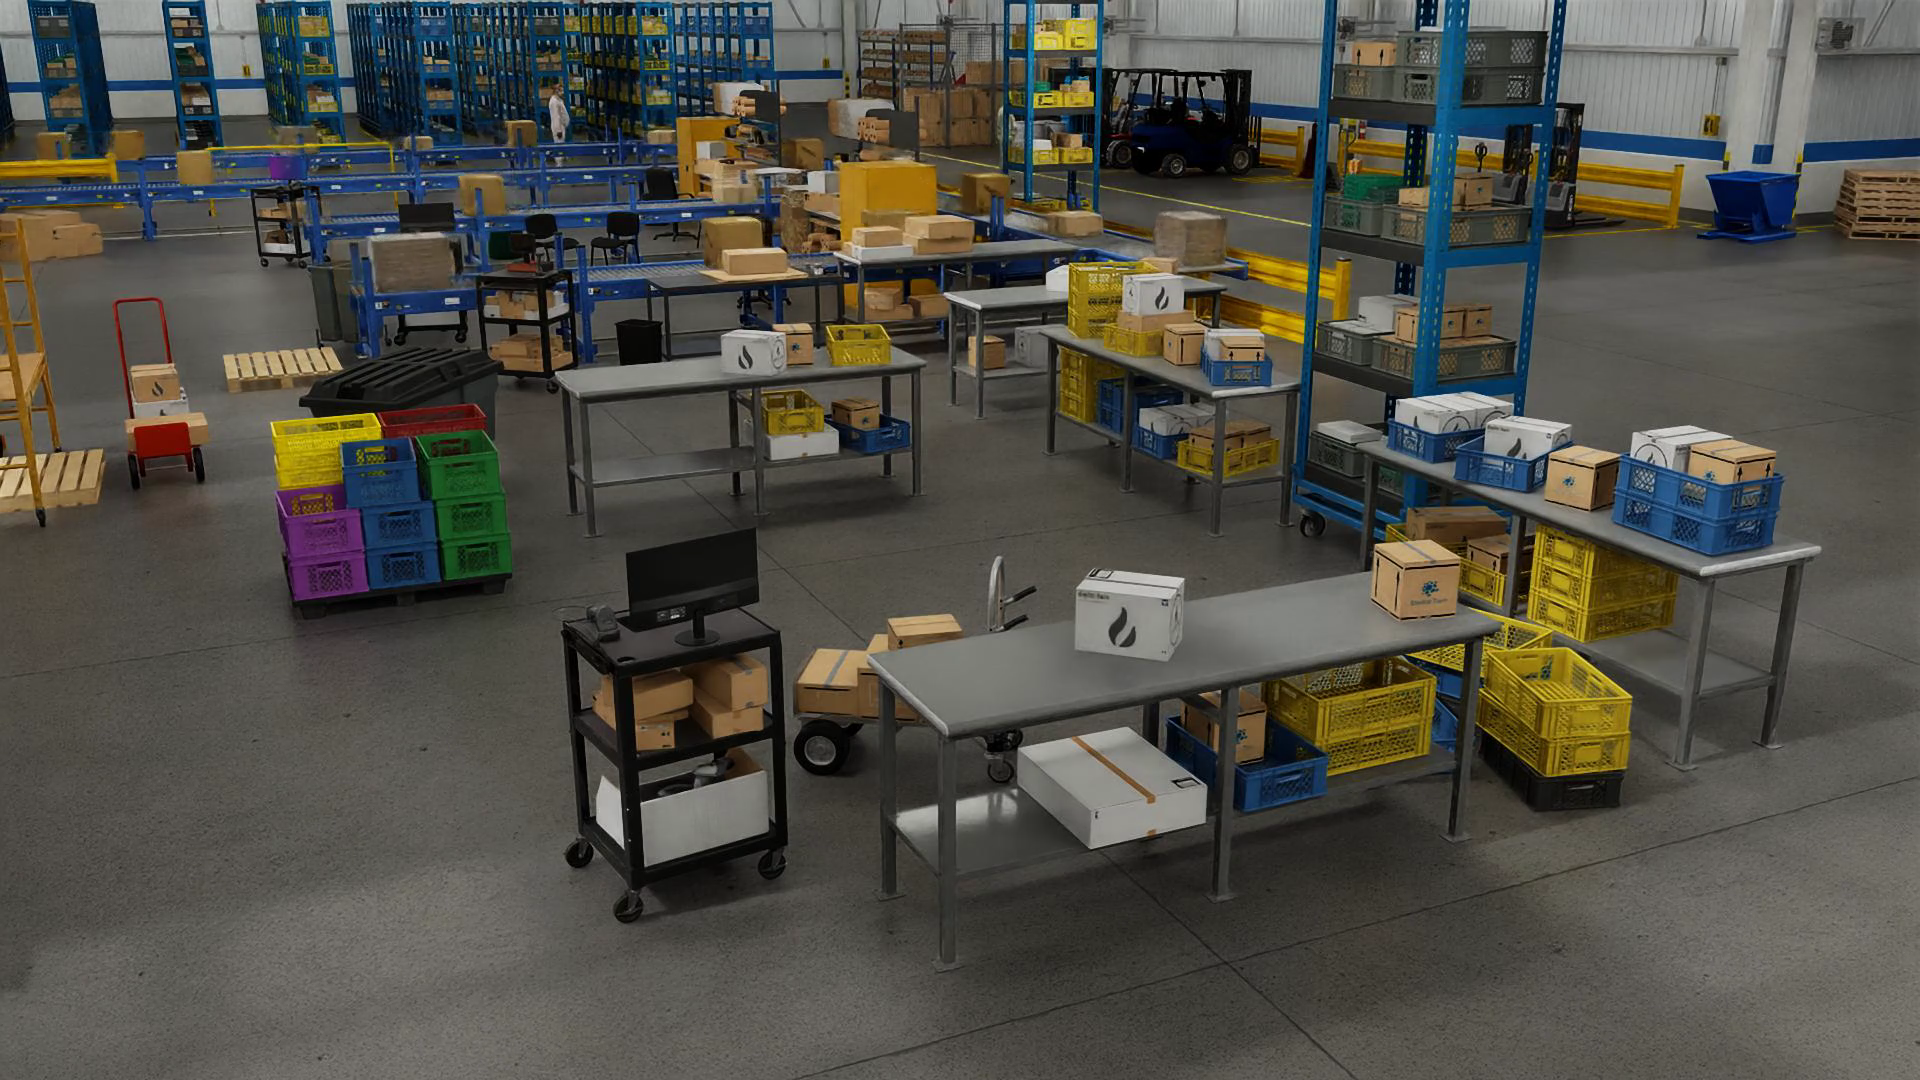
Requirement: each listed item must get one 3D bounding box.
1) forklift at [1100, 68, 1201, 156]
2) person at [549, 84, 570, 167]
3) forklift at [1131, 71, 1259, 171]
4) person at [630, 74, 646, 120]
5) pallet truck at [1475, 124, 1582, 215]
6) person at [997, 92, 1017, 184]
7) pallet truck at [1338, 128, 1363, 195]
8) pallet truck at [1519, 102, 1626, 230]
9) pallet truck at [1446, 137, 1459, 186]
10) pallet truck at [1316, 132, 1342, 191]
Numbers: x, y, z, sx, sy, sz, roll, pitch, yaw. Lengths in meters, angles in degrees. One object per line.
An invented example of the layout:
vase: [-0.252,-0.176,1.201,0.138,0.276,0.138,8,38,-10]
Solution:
forklift: [4.082,-9.564,37.410,2.680,1.987,1.157,-8,19,-23]
person: [-8.528,-8.752,35.487,0.409,1.908,0.639,-3,18,-10]
forklift: [4.998,-8.936,35.413,2.680,1.987,1.157,-9,20,-25]
person: [-8.902,-12.023,45.939,0.895,1.816,0.567,-13,22,-36]
pallet truck: [9.707,-6.455,28.103,1.885,1.965,0.823,-7,19,-20]
person: [0.957,-8.139,33.685,0.404,1.827,0.590,4,18,13]
pallet truck: [7.845,-7.140,31.411,1.522,1.261,0.704,-9,20,-25]
pallet truck: [9.972,-6.037,26.785,1.885,1.965,0.823,-9,20,-25]
pallet truck: [9.184,-6.485,29.328,1.630,1.274,0.653,-8,19,-23]
pallet truck: [7.723,-7.504,32.656,1.601,1.201,0.680,-8,19,-23]
